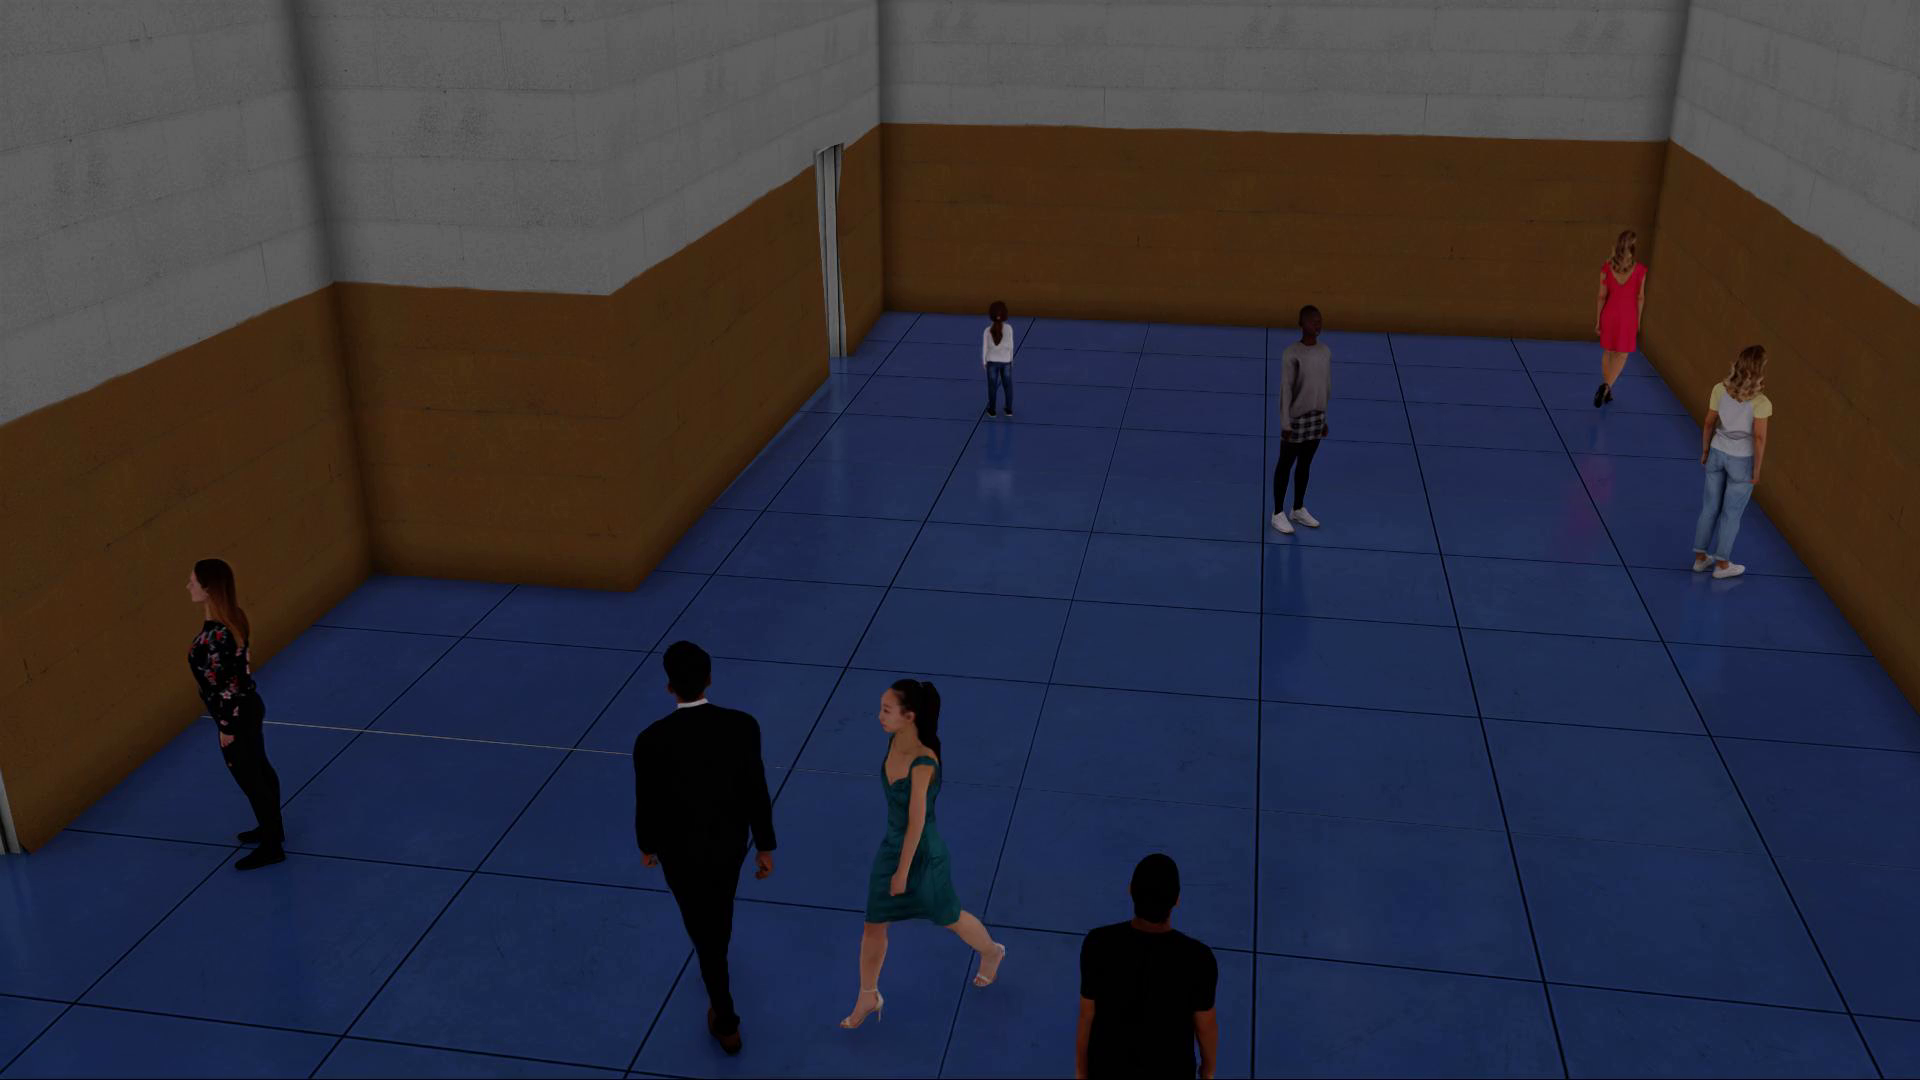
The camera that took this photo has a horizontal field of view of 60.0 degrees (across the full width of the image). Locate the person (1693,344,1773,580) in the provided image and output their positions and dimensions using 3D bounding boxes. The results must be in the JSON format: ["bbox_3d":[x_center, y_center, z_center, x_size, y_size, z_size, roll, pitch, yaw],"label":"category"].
[{"bbox_3d":[5.562,-0.570,11.993,0.753,1.722,0.701,-14,26,-30],"label":"person"}]

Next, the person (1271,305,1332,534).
[{"bbox_3d":[2.642,-0.950,12.892,0.673,1.771,0.756,-11,25,-26],"label":"person"}]

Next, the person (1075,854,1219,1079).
[{"bbox_3d":[0.617,1.918,5.792,0.675,1.743,0.736,6,23,14],"label":"person"}]

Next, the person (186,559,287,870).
[{"bbox_3d":[-3.676,0.875,8.471,0.641,1.683,0.644,-6,23,-14],"label":"person"}]

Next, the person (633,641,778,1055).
[{"bbox_3d":[-1.059,1.348,7.059,1.074,1.857,1.079,-9,24,-21],"label":"person"}]

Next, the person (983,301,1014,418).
[{"bbox_3d":[0.366,-1.705,15.657,0.506,1.112,0.578,-5,22,-11],"label":"person"}]

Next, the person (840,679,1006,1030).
[{"bbox_3d":[-0.111,1.384,7.264,1.083,1.638,0.971,-12,25,-28],"label":"person"}]

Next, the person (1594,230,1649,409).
[{"bbox_3d":[6.210,-2.046,15.710,1.011,1.704,0.908,14,26,32],"label":"person"}]
